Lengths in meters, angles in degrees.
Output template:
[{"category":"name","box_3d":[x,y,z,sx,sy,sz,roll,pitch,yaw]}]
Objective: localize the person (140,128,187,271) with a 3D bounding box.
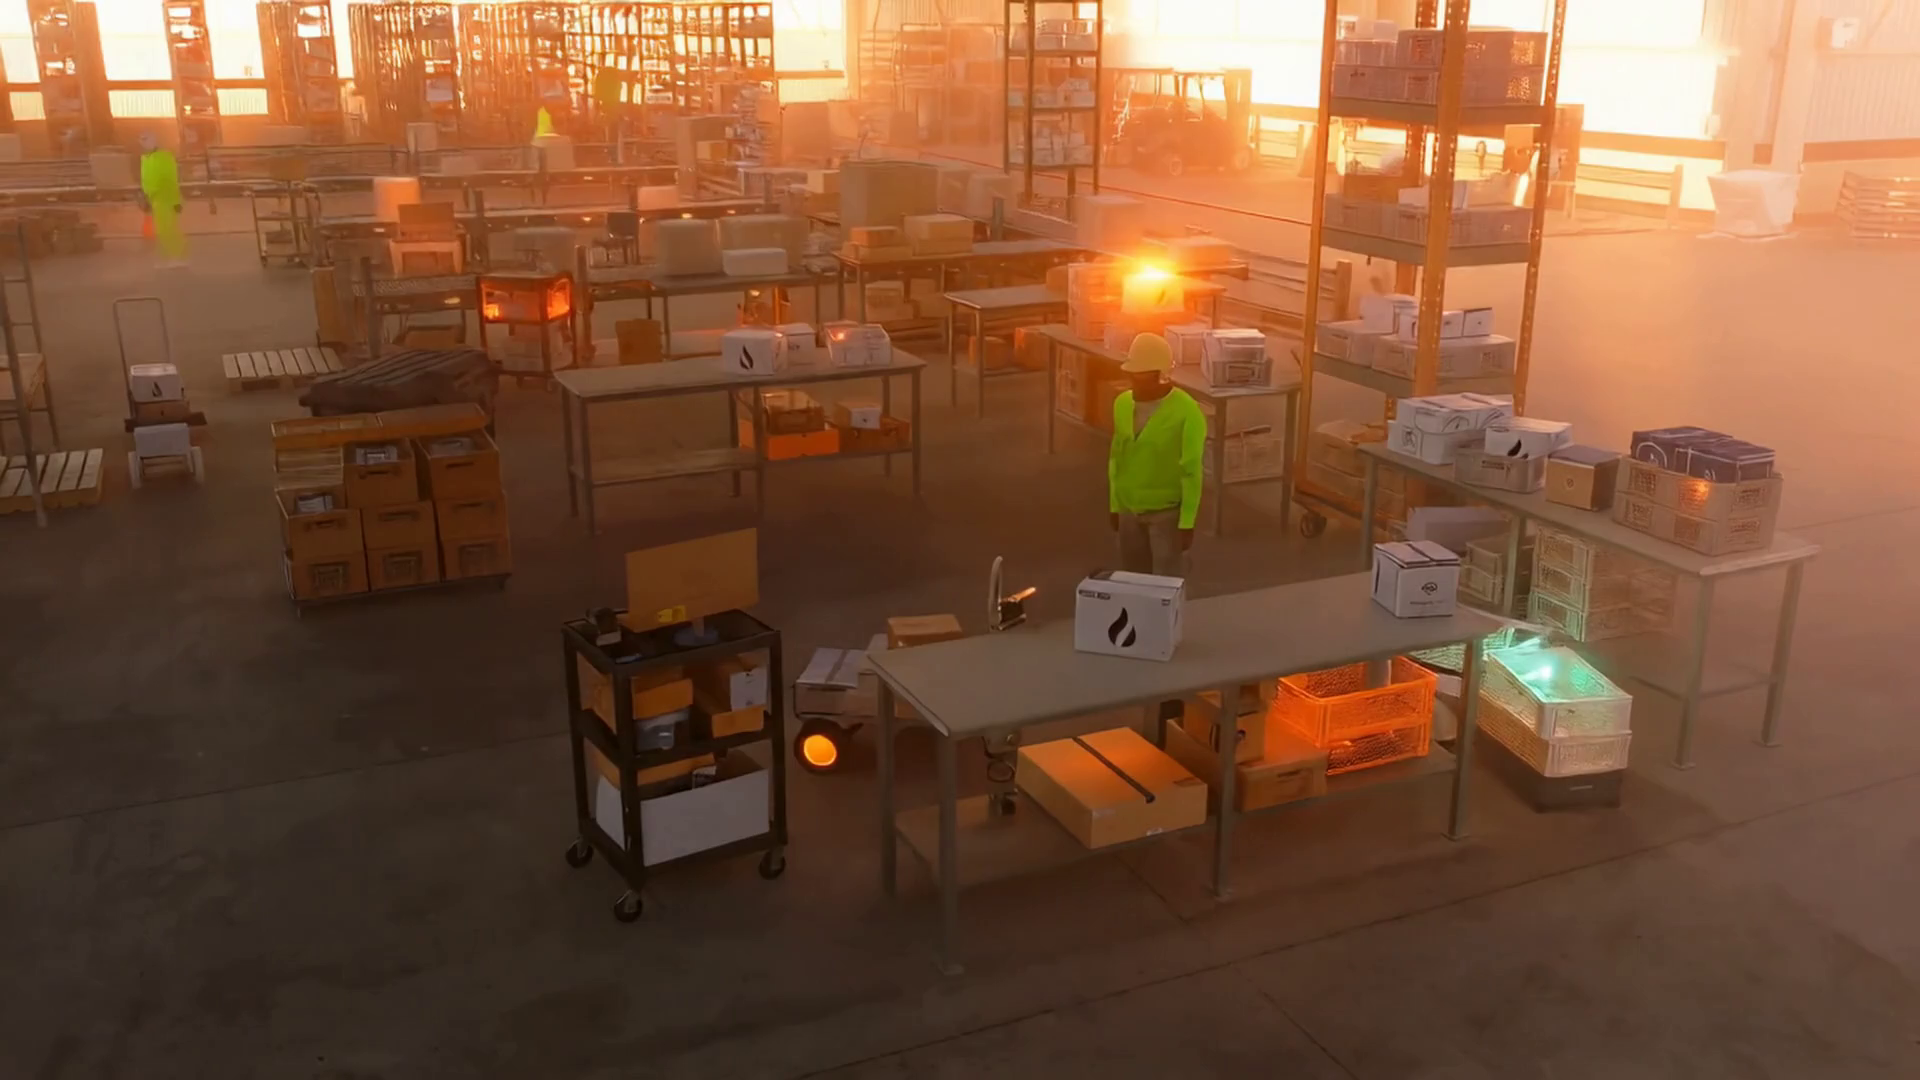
[{"category":"person","box_3d":[-10.835,-4.581,22.388,0.659,1.879,0.731,13,22,35]}]

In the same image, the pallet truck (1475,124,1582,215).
[{"category":"pallet truck","box_3d":[9.707,-6.455,28.103,1.885,1.965,0.823,-7,19,-20]}]

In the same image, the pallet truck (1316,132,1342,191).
[{"category":"pallet truck","box_3d":[7.723,-7.504,32.656,1.601,1.201,0.680,-8,19,-23]}]

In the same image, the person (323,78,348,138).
[{"category":"person","box_3d":[-17.197,-12.038,45.734,0.657,1.955,0.901,-11,21,-30]}]

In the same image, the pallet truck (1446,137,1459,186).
[{"category":"pallet truck","box_3d":[9.184,-6.485,29.328,1.630,1.274,0.653,-8,19,-23]}]

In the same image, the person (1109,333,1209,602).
[{"category":"person","box_3d":[0.988,-0.172,8.608,0.404,1.822,0.597,-16,24,-41]}]

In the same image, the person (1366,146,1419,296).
[{"category":"person","box_3d":[4.577,-3.103,17.493,0.608,2.029,0.625,-6,18,-17]}]

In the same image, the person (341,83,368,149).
[{"category":"person","box_3d":[-14.133,-9.753,38.862,0.588,1.764,0.967,-5,18,-16]}]

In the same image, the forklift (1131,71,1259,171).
[{"category":"forklift","box_3d":[4.998,-8.936,35.413,2.680,1.987,1.157,-9,20,-25]}]

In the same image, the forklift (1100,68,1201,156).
[{"category":"forklift","box_3d":[4.082,-9.564,37.410,2.680,1.987,1.157,-8,19,-23]}]

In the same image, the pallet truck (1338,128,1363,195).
[{"category":"pallet truck","box_3d":[7.845,-7.140,31.411,1.522,1.261,0.704,-9,20,-25]}]

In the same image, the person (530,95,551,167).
[{"category":"person","box_3d":[-8.605,-8.342,34.511,0.949,1.713,0.539,-8,19,-24]}]

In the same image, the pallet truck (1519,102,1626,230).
[{"category":"pallet truck","box_3d":[9.972,-6.037,26.785,1.885,1.965,0.823,-9,20,-25]}]

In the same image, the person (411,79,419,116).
[{"category":"person","box_3d":[-14.597,-11.672,44.862,0.996,1.793,0.586,-8,19,-23]}]
